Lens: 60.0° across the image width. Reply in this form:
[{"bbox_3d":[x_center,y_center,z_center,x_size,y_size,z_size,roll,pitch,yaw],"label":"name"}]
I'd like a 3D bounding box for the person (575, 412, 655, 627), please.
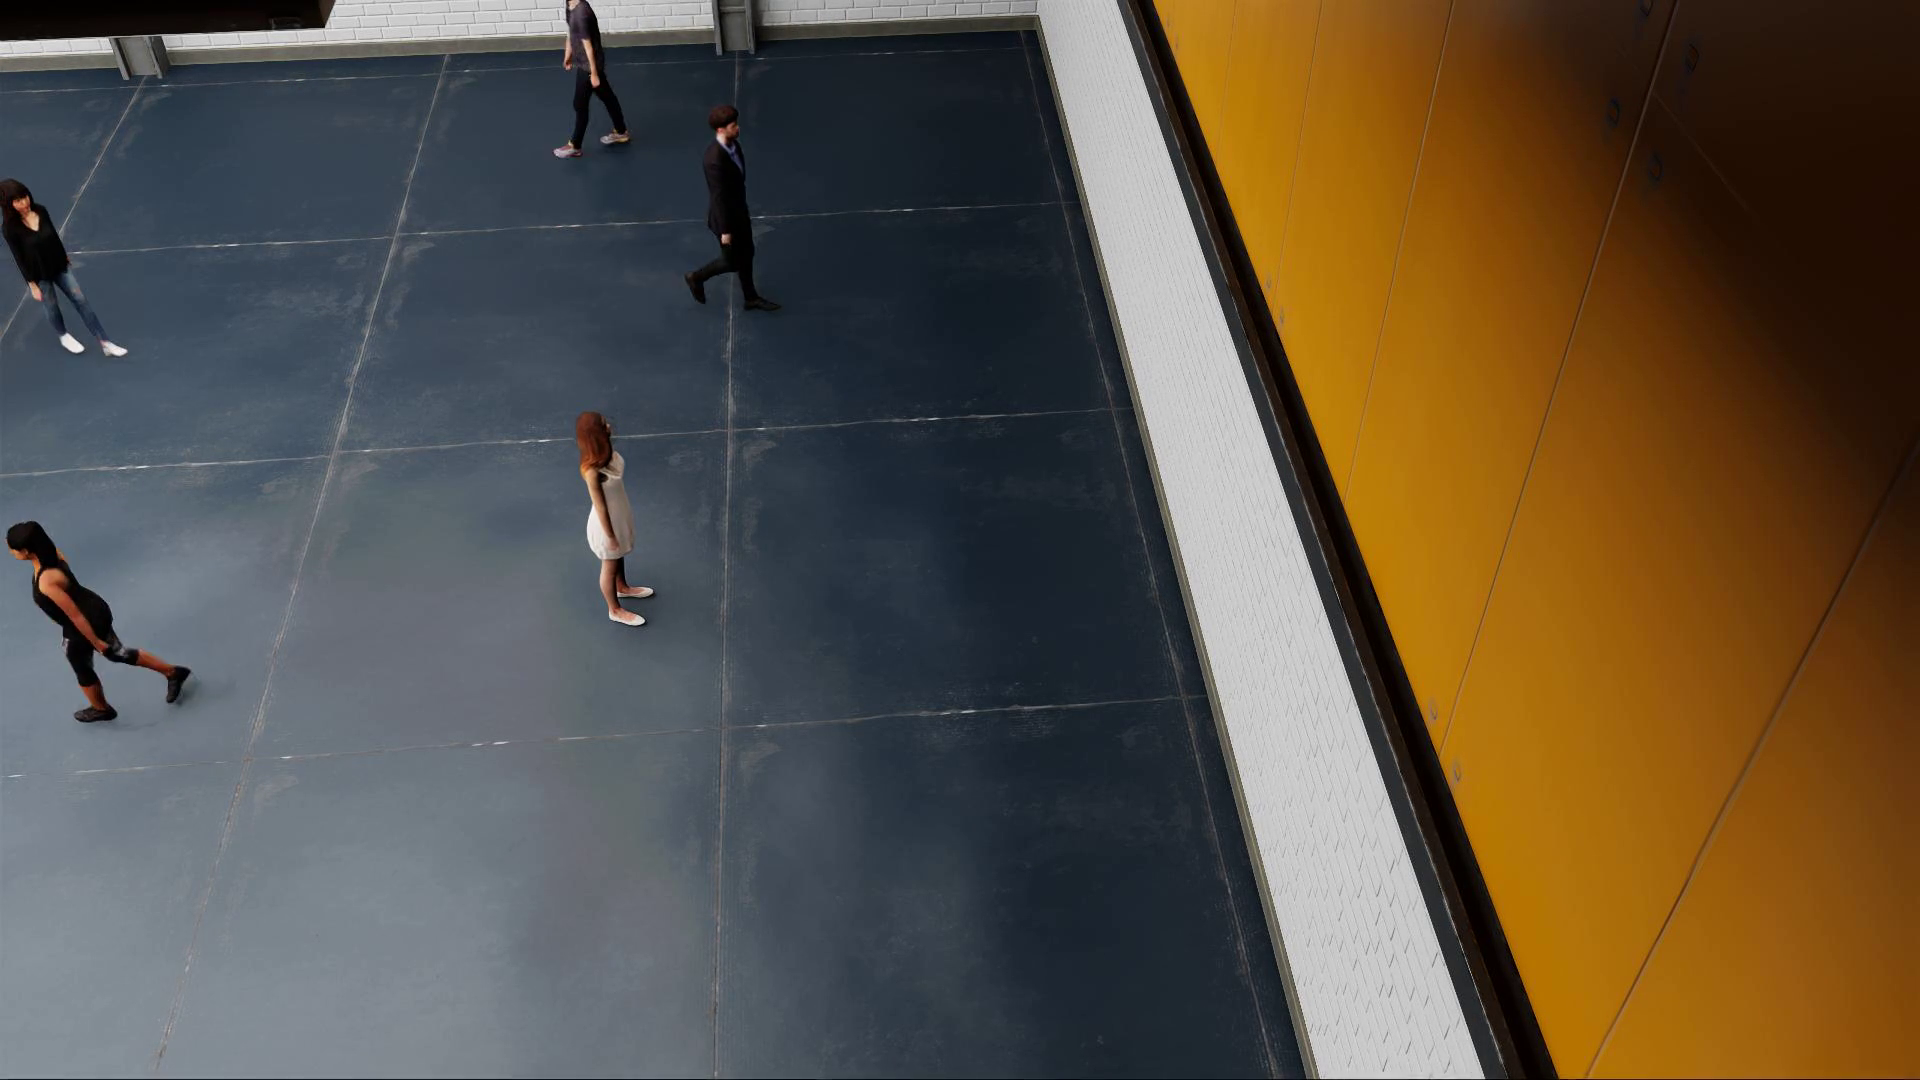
[{"bbox_3d":[-2.304,-0.162,10.911,0.574,1.714,0.590,3,44,3],"label":"person"}]

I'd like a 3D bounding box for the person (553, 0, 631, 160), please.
[{"bbox_3d":[-3.338,-4.396,15.341,1.077,1.734,0.849,-15,46,-15],"label":"person"}]

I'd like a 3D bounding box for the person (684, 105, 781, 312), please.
[{"bbox_3d":[-1.916,-2.618,13.373,1.105,1.874,0.885,8,44,8],"label":"person"}]

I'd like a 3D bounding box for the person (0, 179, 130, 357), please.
[{"bbox_3d":[-7.211,-2.137,13.052,1.034,1.620,0.923,23,48,22],"label":"person"}]

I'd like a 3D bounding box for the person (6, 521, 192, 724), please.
[{"bbox_3d":[-5.328,0.496,10.277,1.019,1.636,0.731,-18,46,-18],"label":"person"}]
